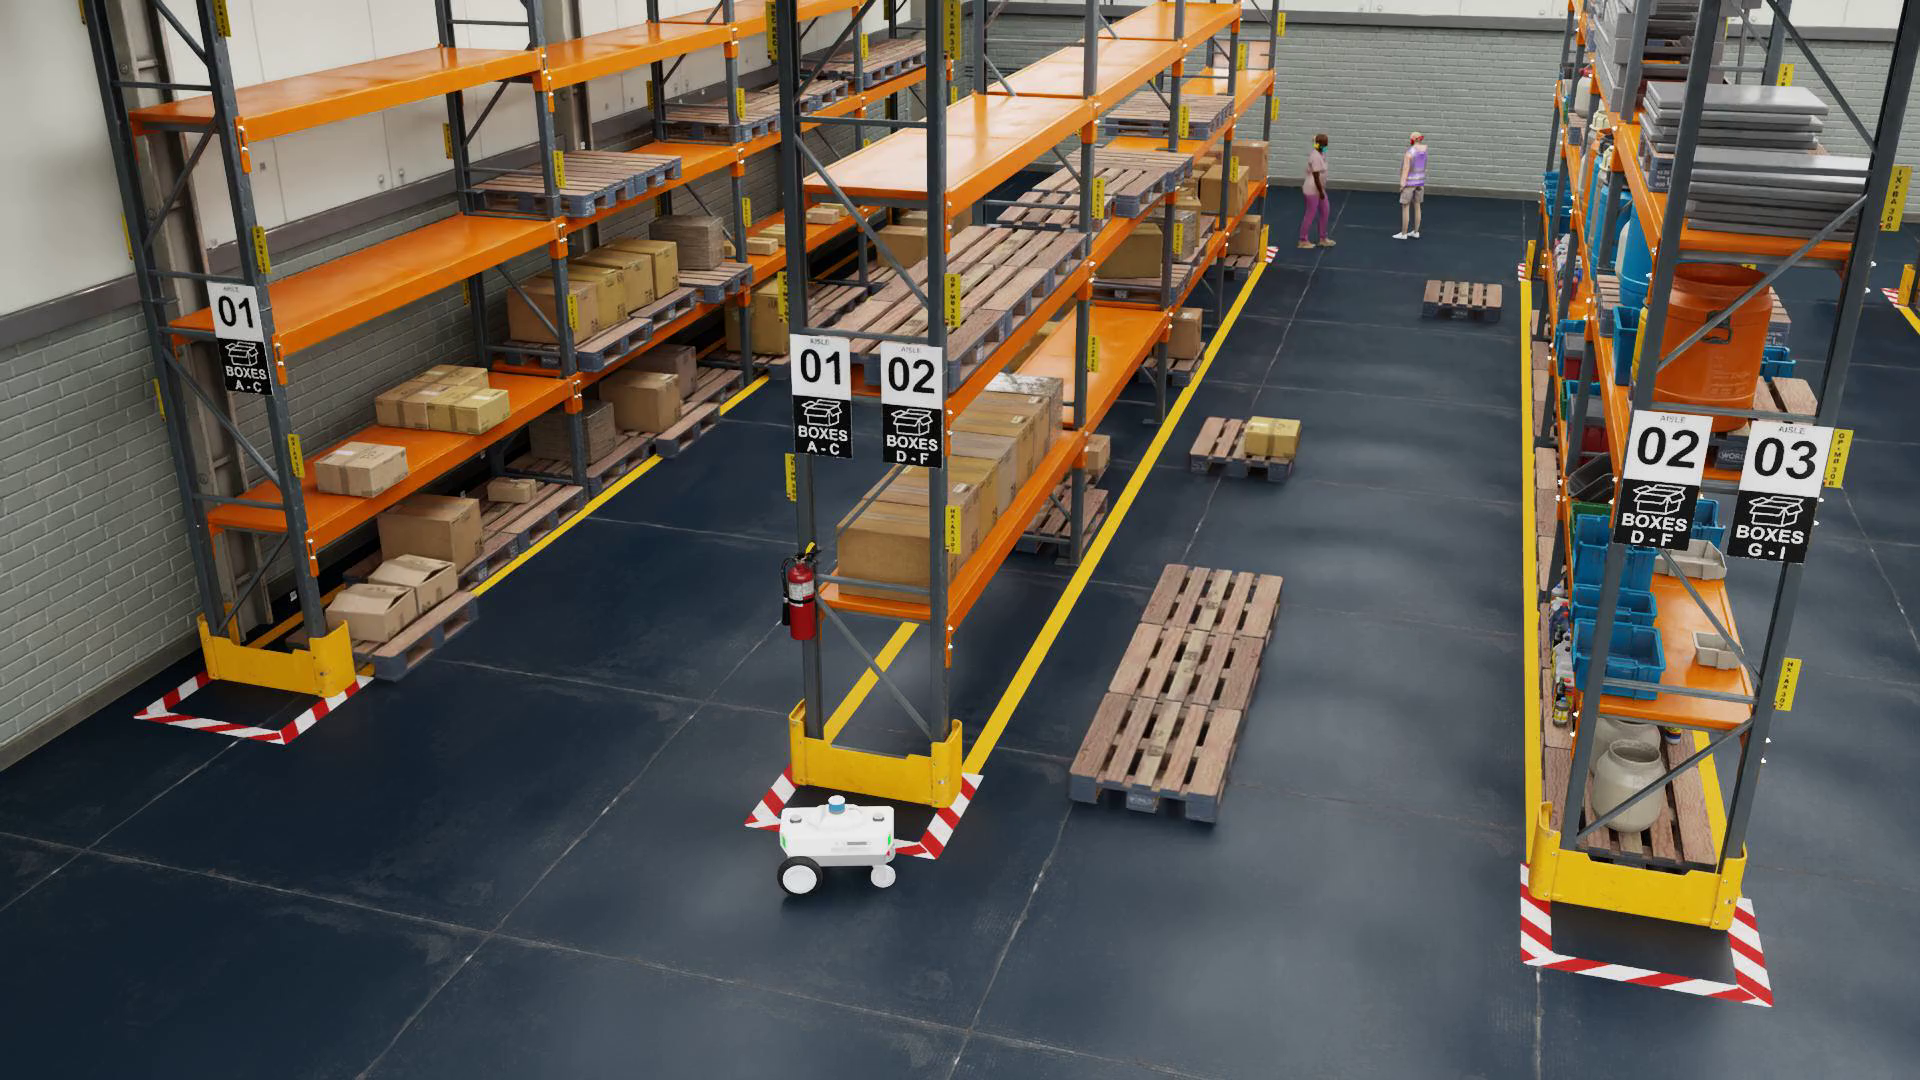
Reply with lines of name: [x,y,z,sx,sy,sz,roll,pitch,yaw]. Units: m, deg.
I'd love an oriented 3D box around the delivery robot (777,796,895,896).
delivery robot: [-0.800,1.895,10.441,0.791,0.614,0.499,-1,23,-2]

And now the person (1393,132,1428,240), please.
person: [7.186,-5.622,26.419,0.491,1.688,0.347,-14,27,-28]

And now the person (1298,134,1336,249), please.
person: [5.602,-5.382,25.748,0.645,1.771,0.566,11,26,24]
